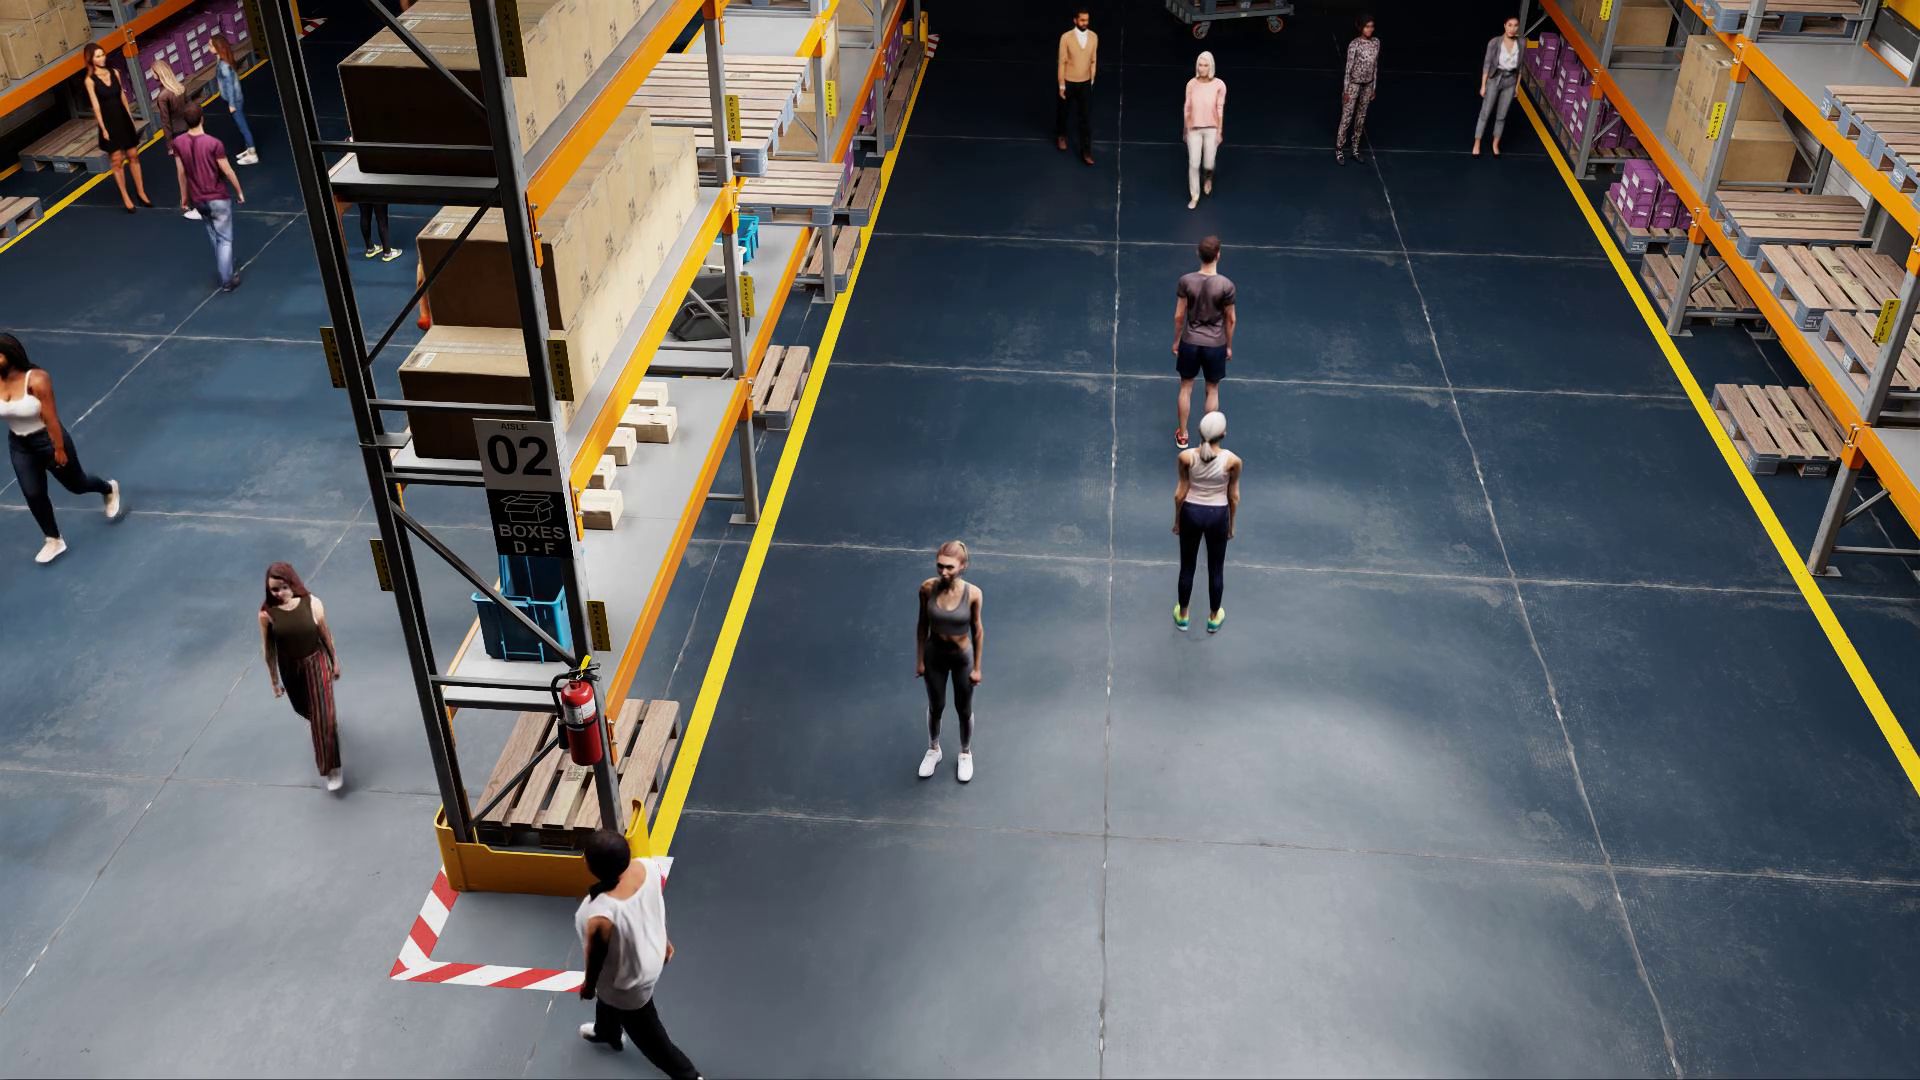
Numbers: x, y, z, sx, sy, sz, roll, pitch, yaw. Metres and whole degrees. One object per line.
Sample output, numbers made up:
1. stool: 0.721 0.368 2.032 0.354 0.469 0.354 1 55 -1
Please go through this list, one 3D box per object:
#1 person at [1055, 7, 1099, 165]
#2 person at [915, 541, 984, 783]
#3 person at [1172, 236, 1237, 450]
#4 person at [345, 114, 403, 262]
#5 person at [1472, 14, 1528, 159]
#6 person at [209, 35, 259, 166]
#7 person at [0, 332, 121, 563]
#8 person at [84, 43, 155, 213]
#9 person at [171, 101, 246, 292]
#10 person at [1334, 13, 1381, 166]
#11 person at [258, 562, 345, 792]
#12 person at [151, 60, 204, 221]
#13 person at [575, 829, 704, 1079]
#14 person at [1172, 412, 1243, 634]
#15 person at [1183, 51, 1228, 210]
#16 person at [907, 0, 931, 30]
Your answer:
1. person: 1.297 -5.293 19.271 0.912 1.716 1.242 -9 35 -13
2. person: -0.060 0.735 10.213 0.574 1.703 0.559 6 34 8
3. person: 1.981 -1.597 13.582 0.682 1.857 0.593 8 34 11
4. person: -6.014 -3.607 16.885 0.587 1.550 0.582 12 35 17
5. person: 6.254 -5.254 19.248 0.631 1.677 0.584 0 34 1
6. person: -8.364 -5.086 19.178 0.679 1.475 0.579 -17 37 -23
7. person: -6.757 -0.751 12.375 0.700 1.786 1.109 6 34 10
8. person: -9.067 -4.417 17.846 0.710 1.835 0.592 18 38 25
9. person: -7.328 -3.300 16.173 0.707 1.827 0.842 2 34 2
10. person: 4.580 -5.177 19.098 0.660 1.714 0.674 -10 35 -14
11. person: -4.078 0.753 10.336 0.856 1.538 1.121 -11 35 -16
12. person: -8.290 -4.282 17.763 0.669 1.701 0.459 5 34 8
13. person: -1.600 2.119 8.176 0.905 1.653 1.108 12 35 17
14. person: 1.689 -0.118 11.499 0.611 1.701 0.559 6 34 9
15. person: 2.655 -4.465 18.029 0.690 1.712 0.789 10 35 14
16. person: -0.681 -8.015 23.347 0.773 1.738 0.649 15 37 22
